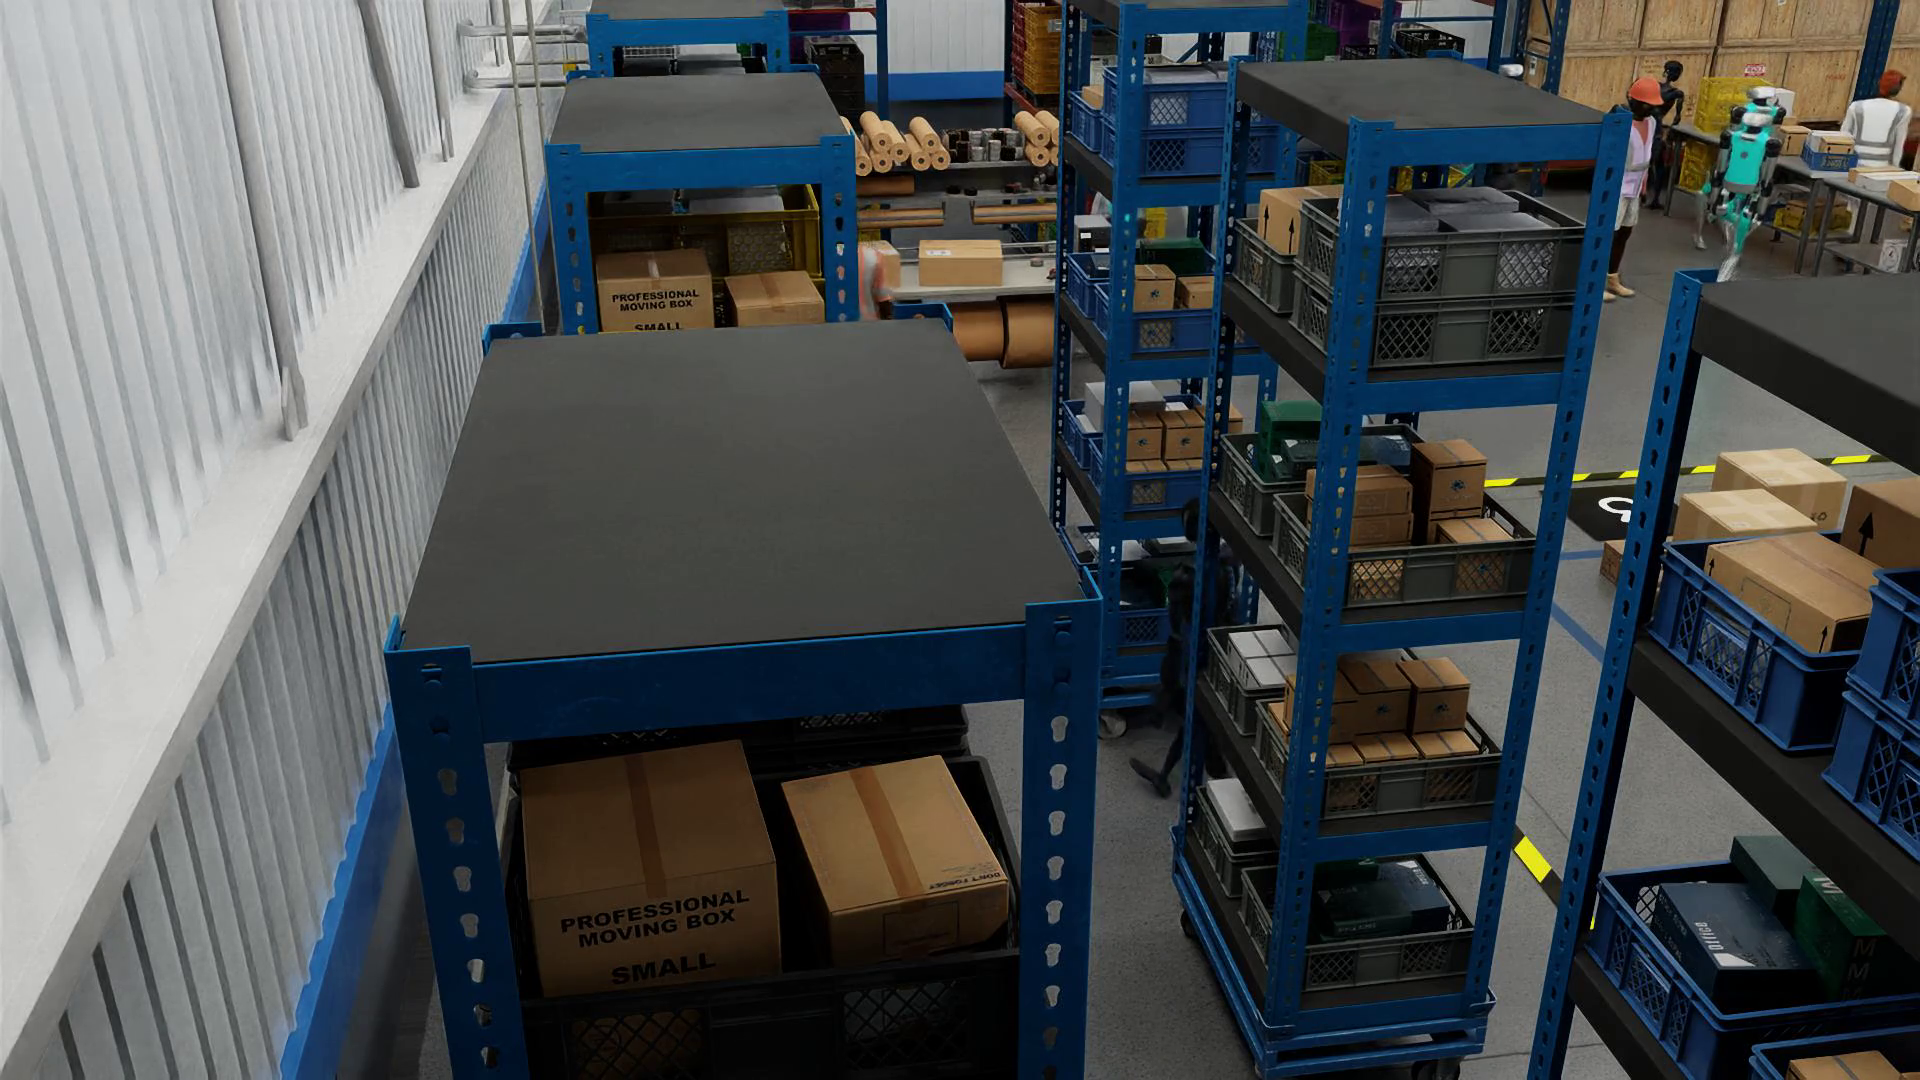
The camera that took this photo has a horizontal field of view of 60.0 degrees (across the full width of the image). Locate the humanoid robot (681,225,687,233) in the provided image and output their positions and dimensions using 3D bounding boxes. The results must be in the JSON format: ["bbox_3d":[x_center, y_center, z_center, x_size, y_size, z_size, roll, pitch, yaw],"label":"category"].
[{"bbox_3d":[-2.547,-3.282,15.793,0.595,1.623,0.786,-2,25,-4],"label":"humanoid robot"}]

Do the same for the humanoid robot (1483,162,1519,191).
[{"bbox_3d":[5.395,-3.635,16.512,0.417,1.638,0.608,-1,25,-2],"label":"humanoid robot"}]

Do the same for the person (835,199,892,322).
[{"bbox_3d":[-0.770,-1.335,11.227,0.639,1.914,0.659,-6,25,-12],"label":"person"}]

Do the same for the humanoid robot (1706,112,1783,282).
[{"bbox_3d":[7.232,-3.078,15.305,0.562,1.767,1.053,20,31,37],"label":"humanoid robot"}]

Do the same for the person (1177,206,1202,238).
[{"bbox_3d":[2.385,-3.680,16.448,0.654,1.816,0.611,-2,25,-4],"label":"person"}]

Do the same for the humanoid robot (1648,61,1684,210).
[{"bbox_3d":[7.597,-4.421,18.238,0.618,1.632,0.617,-13,28,-26],"label":"humanoid robot"}]

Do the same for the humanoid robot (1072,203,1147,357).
[{"bbox_3d":[1.124,-2.293,13.510,0.849,1.742,0.560,-13,28,-27],"label":"humanoid robot"}]

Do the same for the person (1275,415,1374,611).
[{"bbox_3d":[1.792,0.197,7.977,0.597,1.849,0.386,0,25,0],"label":"person"}]

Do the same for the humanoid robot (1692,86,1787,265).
[{"bbox_3d":[7.656,-3.655,16.537,0.542,1.765,1.025,-3,25,-6],"label":"humanoid robot"}]

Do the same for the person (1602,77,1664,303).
[{"bbox_3d":[6.045,-3.160,15.070,0.608,2.032,0.416,-17,30,-33],"label":"person"}]

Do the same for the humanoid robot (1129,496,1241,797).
[{"bbox_3d":[1.051,0.572,7.414,0.762,1.632,0.589,18,30,34],"label":"humanoid robot"}]

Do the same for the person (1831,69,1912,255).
[{"bbox_3d":[8.939,-3.700,16.439,0.633,1.860,0.614,11,27,23],"label":"person"}]

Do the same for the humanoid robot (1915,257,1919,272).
[{"bbox_3d":[6.541,-1.089,10.970,0.554,1.826,0.793,4,25,9],"label":"humanoid robot"}]

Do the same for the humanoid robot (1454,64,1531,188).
[{"bbox_3d":[5.493,-4.122,17.430,0.548,1.749,0.680,-13,28,-27],"label":"humanoid robot"}]

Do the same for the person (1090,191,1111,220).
[{"bbox_3d":[1.276,-2.496,13.855,0.404,1.831,0.587,2,25,4],"label":"person"}]

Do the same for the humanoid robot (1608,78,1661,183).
[{"bbox_3d":[6.901,-3.925,17.155,0.609,1.638,0.650,13,28,26],"label":"humanoid robot"}]
